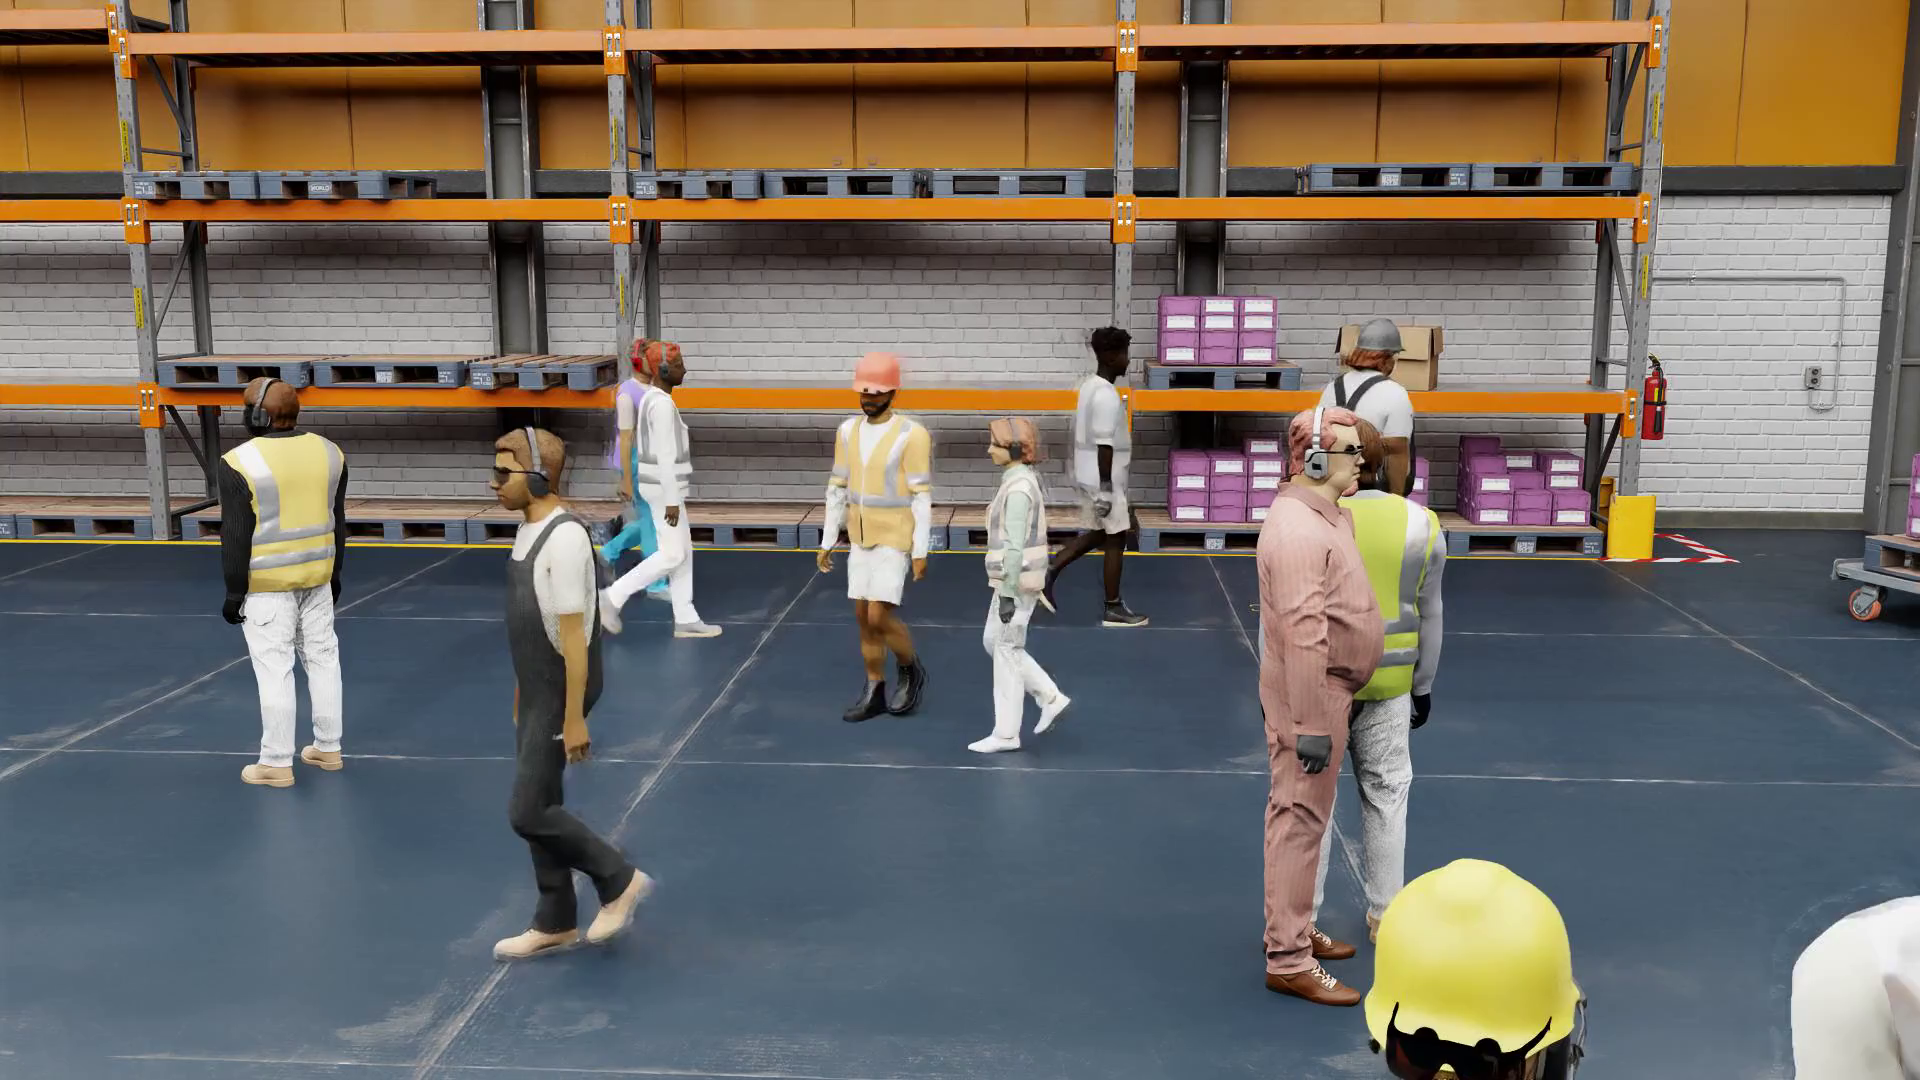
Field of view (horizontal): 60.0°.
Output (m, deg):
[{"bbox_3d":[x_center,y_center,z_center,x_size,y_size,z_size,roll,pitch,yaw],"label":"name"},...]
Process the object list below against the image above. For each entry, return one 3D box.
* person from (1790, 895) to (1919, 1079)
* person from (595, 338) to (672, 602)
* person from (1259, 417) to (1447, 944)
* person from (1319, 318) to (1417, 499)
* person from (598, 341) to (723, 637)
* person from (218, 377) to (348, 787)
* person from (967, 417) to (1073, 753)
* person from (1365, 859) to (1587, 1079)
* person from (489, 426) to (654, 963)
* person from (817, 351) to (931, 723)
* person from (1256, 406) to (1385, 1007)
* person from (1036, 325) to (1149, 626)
[{"bbox_3d":[1.258,1.064,1.988,0.609,1.984,1.116,2,10,9],"label":"person"},{"bbox_3d":[-2.241,-0.483,11.490,0.664,1.832,0.565,2,10,11],"label":"person"},{"bbox_3d":[1.329,0.495,5.728,0.627,1.844,0.429,0,10,1],"label":"person"},{"bbox_3d":[2.358,-0.305,9.825,0.740,2.000,0.695,-6,11,-31],"label":"person"},{"bbox_3d":[-1.872,-0.287,10.235,0.713,1.867,0.585,-2,10,-10],"label":"person"},{"bbox_3d":[-3.065,0.186,7.528,0.429,1.847,0.625,6,11,30],"label":"person"},{"bbox_3d":[0.273,0.221,7.923,0.422,1.624,0.540,0,10,2],"label":"person"},{"bbox_3d":[0.535,1.195,1.843,0.526,1.768,0.331,4,11,24],"label":"person"},{"bbox_3d":[-1.361,0.527,5.570,0.452,1.827,0.532,-5,11,-28],"label":"person"},{"bbox_3d":[-0.431,-0.003,8.439,0.601,1.913,0.416,8,12,38],"label":"person"},{"bbox_3d":[1.156,0.519,5.393,0.410,1.908,0.643,2,10,11],"label":"person"},{"bbox_3d":[0.832,-0.399,10.643,0.698,1.950,0.603,-1,10,-9],"label":"person"}]
